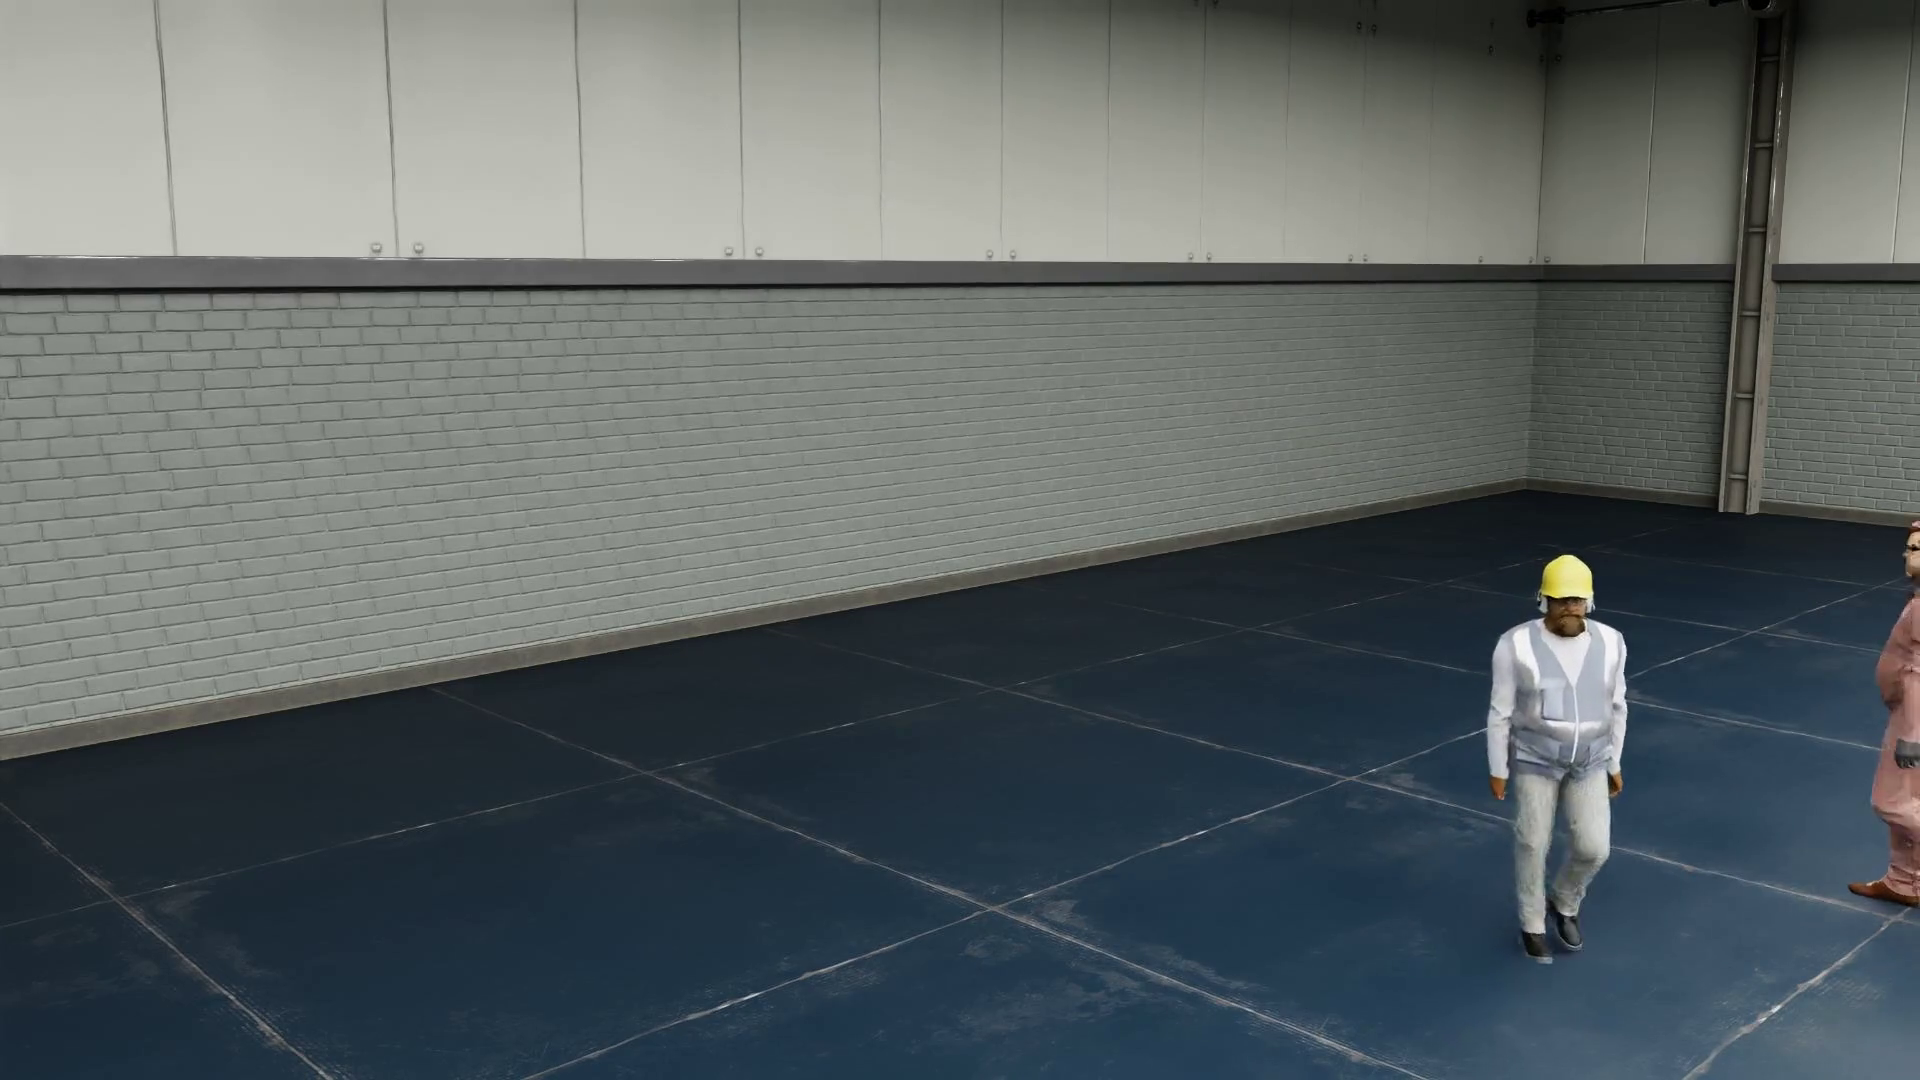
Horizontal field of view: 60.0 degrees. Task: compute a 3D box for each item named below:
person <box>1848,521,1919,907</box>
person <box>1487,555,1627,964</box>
[{"bbox_3d":[4.554,0.848,7.778,0.546,1.886,0.660,7,12,38],"label":"person"},{"bbox_3d":[2.608,0.962,7.260,0.614,1.822,0.419,0,9,1],"label":"person"}]
